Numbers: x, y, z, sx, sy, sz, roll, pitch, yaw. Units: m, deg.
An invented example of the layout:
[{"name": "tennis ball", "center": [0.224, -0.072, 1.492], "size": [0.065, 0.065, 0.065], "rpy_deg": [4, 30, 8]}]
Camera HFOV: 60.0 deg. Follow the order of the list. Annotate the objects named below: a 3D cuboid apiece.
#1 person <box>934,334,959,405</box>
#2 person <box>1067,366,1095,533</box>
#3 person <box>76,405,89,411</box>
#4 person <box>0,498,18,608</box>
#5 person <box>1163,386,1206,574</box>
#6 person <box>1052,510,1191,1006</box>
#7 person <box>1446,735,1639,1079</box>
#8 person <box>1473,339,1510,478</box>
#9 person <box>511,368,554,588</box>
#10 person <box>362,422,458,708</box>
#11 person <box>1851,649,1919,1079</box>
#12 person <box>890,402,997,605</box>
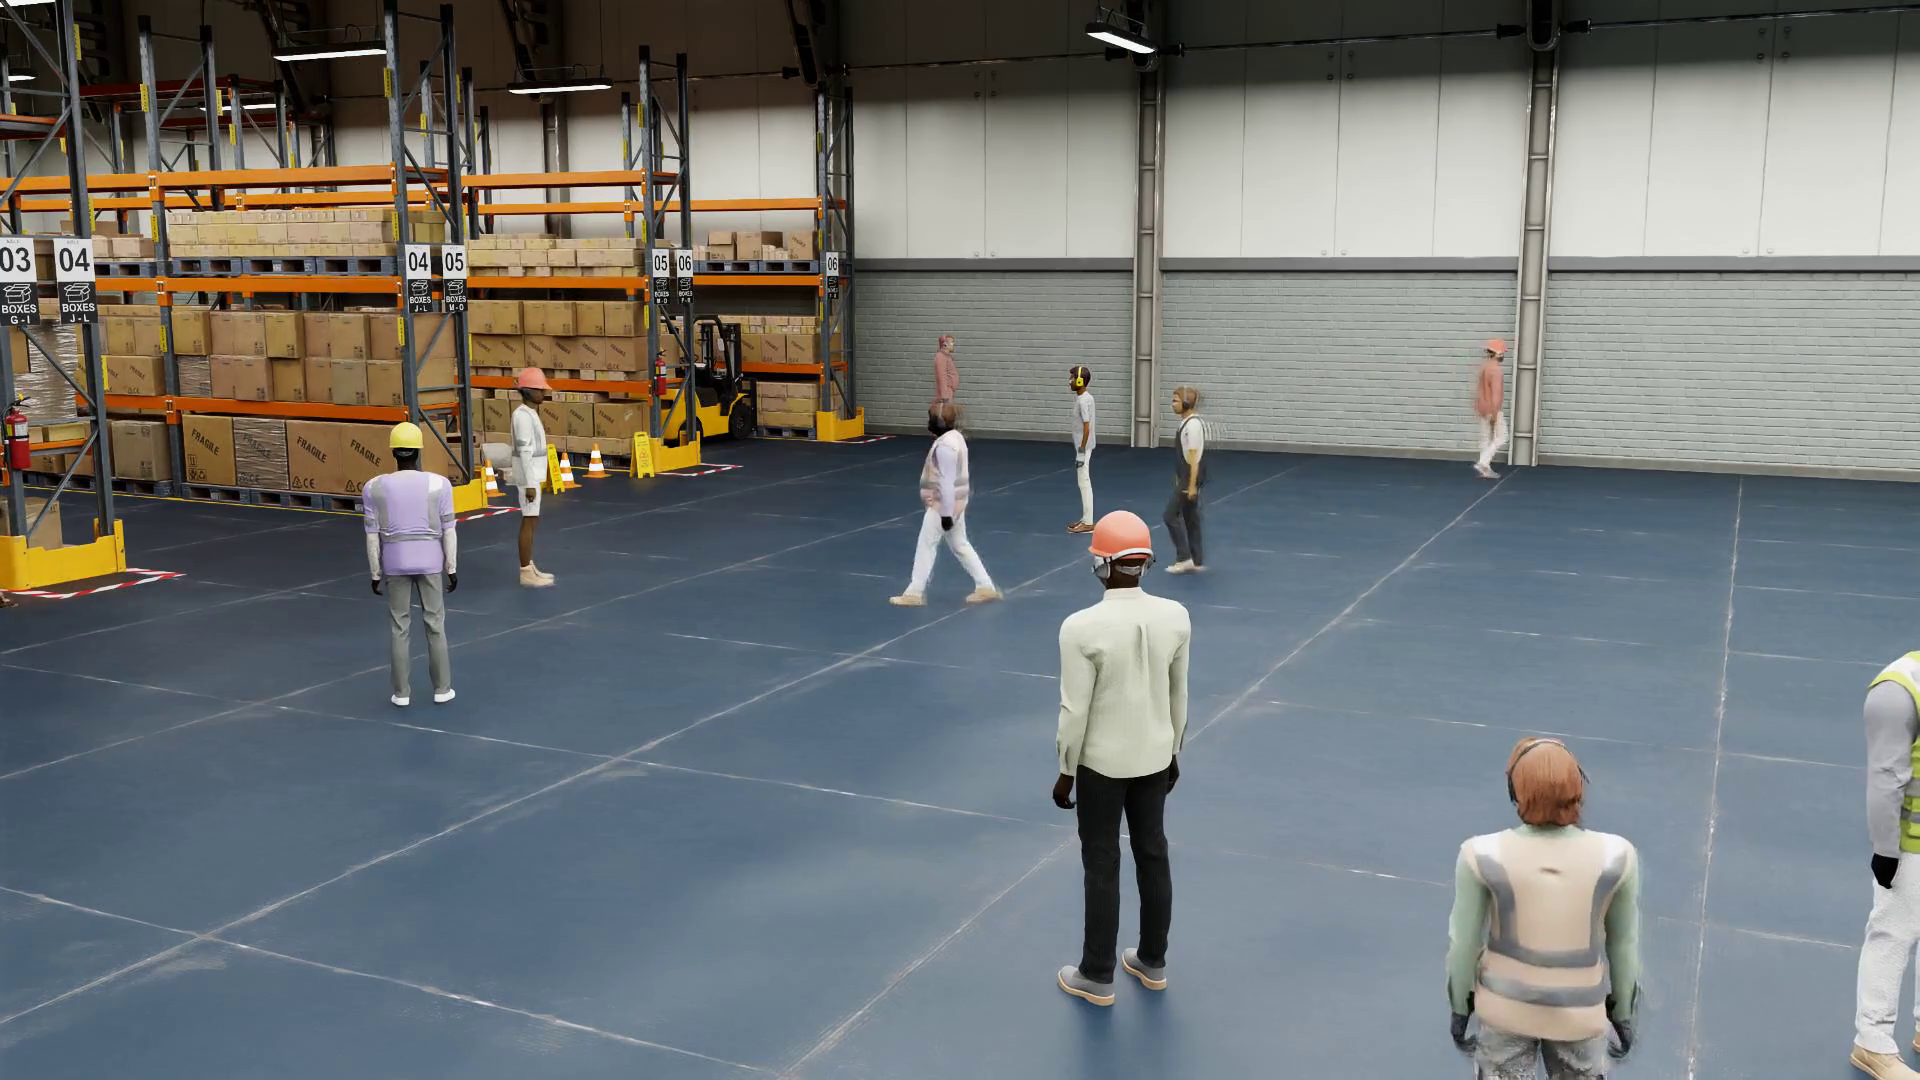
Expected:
[{"name": "person", "center": [-0.212, -2.324, 26.560], "size": [0.407, 1.913, 0.641], "rpy_deg": [0, 9, 2]}, {"name": "person", "center": [1.362, -1.009, 18.624], "size": [0.309, 1.868, 0.535], "rpy_deg": [1, 9, 7]}, {"name": "person", "center": [-13.166, -2.032, 24.851], "size": [0.645, 1.879, 0.578], "rpy_deg": [0, 9, -2]}, {"name": "person", "center": [-8.689, -0.332, 14.570], "size": [0.839, 1.836, 0.539], "rpy_deg": [0, 9, 2]}, {"name": "person", "center": [2.133, -0.563, 16.001], "size": [0.539, 1.827, 0.551], "rpy_deg": [1, 9, 5]}, {"name": "person", "center": [0.643, 0.872, 6.704], "size": [0.612, 1.995, 0.382], "rpy_deg": [-5, 11, -30]}, {"name": "person", "center": [1.660, 1.371, 4.751], "size": [0.536, 1.624, 0.413], "rpy_deg": [1, 9, 9]}, {"name": "person", "center": [7.489, -1.837, 23.365], "size": [0.426, 1.973, 0.616], "rpy_deg": [-1, 9, -6]}, {"name": "person", "center": [-3.957, -0.579, 15.463], "size": [0.396, 2.038, 0.615], "rpy_deg": [-2, 9, -11]}, {"name": "person", "center": [-3.688, 0.172, 11.206], "size": [0.587, 1.928, 0.363], "rpy_deg": [-3, 10, -17]}, {"name": "person", "center": [3.534, 1.069, 6.002], "size": [0.628, 1.836, 0.429], "rpy_deg": [-3, 10, -19]}, {"name": "person", "center": [-0.116, -0.311, 14.567], "size": [0.924, 1.804, 0.639], "rpy_deg": [2, 9, 10]}]
